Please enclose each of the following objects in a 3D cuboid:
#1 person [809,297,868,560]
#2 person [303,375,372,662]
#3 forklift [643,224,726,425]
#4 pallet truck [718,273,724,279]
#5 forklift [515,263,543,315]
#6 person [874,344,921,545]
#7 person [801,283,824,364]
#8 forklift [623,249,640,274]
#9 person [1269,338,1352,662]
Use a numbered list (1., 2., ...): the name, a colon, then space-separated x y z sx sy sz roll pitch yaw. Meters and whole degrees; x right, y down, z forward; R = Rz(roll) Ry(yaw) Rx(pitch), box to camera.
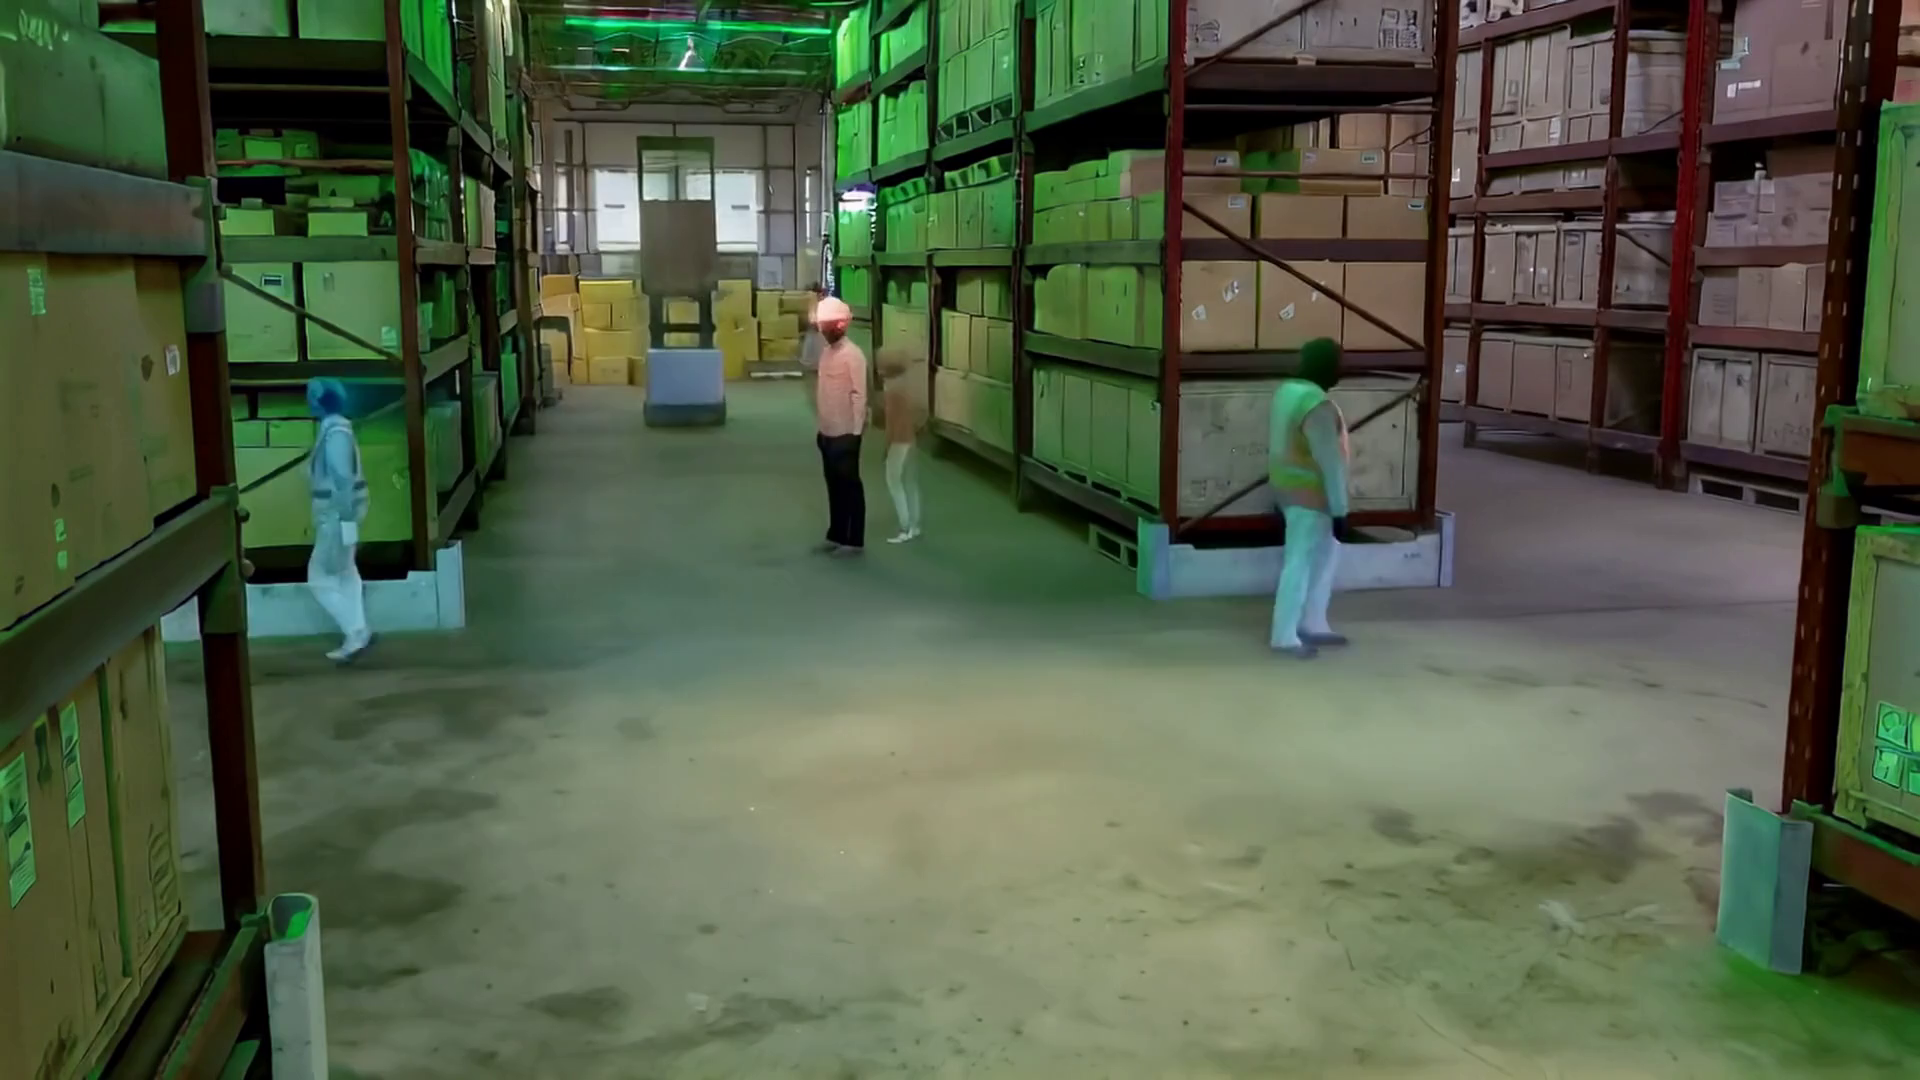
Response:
1. person: -0.937 -0.847 12.688 0.401 1.990 0.622 -6 11 -32
2. person: -3.506 -0.111 9.315 0.394 1.625 0.547 -5 11 -27
3. forklift: -3.968 -3.099 23.710 1.129 2.768 1.873 -2 10 -12
4. pallet truck: -8.580 -8.986 62.280 1.885 1.965 0.823 1 9 5
5. forklift: -14.713 -8.414 56.111 1.873 2.768 1.129 7 12 38
6. person: -0.500 -0.788 13.488 0.325 1.611 0.647 2 10 14
7. person: -3.243 -4.970 38.260 1.055 1.853 0.594 -5 11 -28
8. forklift: -11.048 -8.569 57.054 1.129 2.768 1.873 -8 12 -39
9. person: 2.049 -0.213 9.330 0.681 1.819 0.664 -1 9 -8
